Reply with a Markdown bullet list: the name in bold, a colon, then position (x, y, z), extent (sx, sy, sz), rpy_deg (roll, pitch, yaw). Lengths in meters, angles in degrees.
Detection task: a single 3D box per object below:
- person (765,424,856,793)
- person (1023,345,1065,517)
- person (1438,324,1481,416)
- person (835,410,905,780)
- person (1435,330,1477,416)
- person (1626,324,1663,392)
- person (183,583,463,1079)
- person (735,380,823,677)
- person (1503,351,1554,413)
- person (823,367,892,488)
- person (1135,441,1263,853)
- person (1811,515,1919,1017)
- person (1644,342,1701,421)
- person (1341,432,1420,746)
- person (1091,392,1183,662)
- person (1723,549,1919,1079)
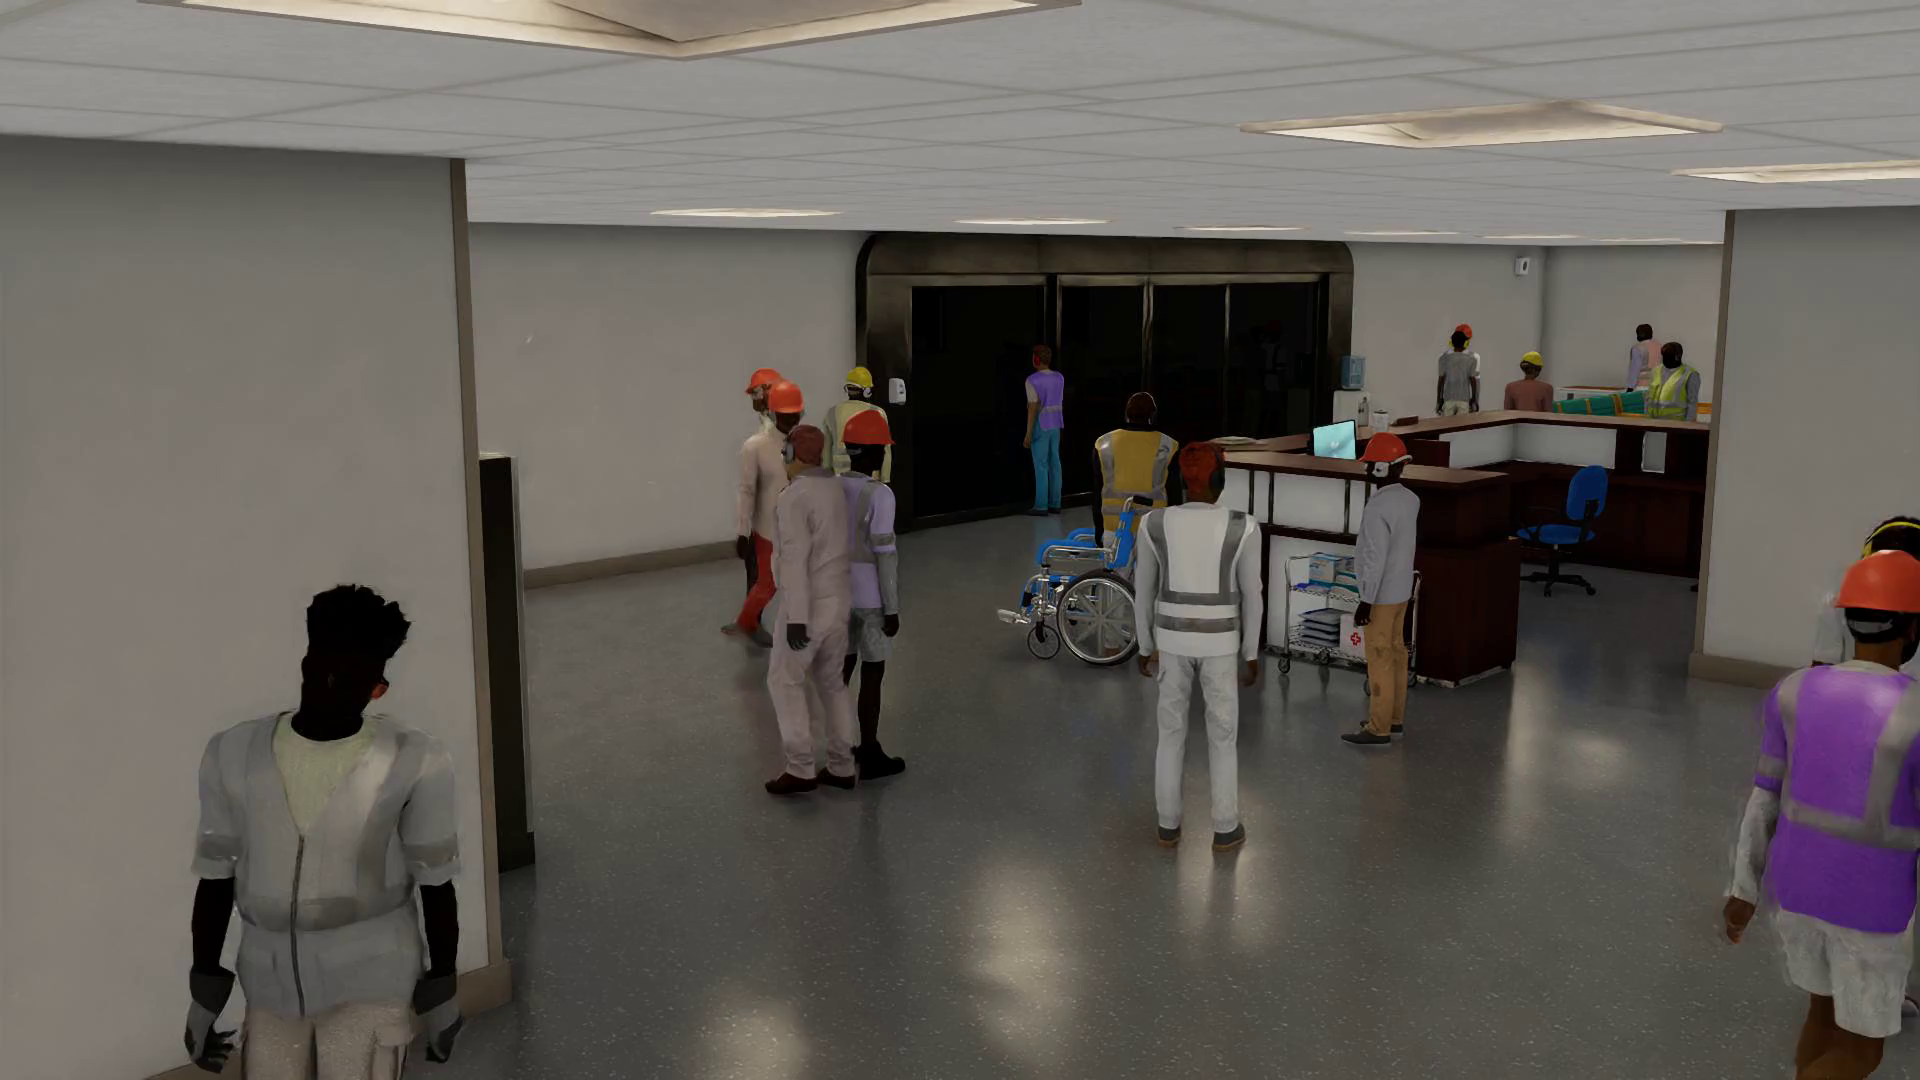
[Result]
- **person**: position (-0.732, 0.348, 8.519), extent (0.500, 1.863, 0.685), rpy_deg (4, 10, 25)
- **person**: position (0.910, -1.169, 17.882), extent (0.396, 1.843, 0.565), rpy_deg (9, 13, 42)
- **person**: position (6.560, -1.863, 21.850), extent (0.551, 1.935, 0.372), rpy_deg (6, 11, 34)
- **person**: position (-0.501, 0.284, 8.722), extent (0.380, 1.931, 0.545), rpy_deg (-8, 12, -42)
- **person**: position (6.443, -1.785, 21.594), extent (0.520, 1.869, 0.333), rpy_deg (4, 10, 24)
- **person**: position (10.259, -2.328, 25.012), extent (0.621, 1.839, 0.429), rpy_deg (-5, 11, -30)
- **person**: position (-1.524, 1.052, 4.013), extent (0.636, 1.927, 0.781), rpy_deg (0, 9, 3)
- **person**: position (-1.227, -0.106, 11.069), extent (0.670, 1.948, 0.918), rpy_deg (-5, 11, -30)
- **person**: position (6.176, -1.165, 18.103), extent (0.527, 1.765, 0.328), rpy_deg (5, 11, 30)
- **person**: position (-0.860, -0.557, 14.160), extent (0.600, 1.830, 0.403), rpy_deg (3, 10, 18)
- **person**: position (1.086, 0.489, 7.595), extent (0.576, 1.881, 0.354), rpy_deg (3, 10, 18)
- **person**: position (3.373, 0.780, 6.082), extent (0.642, 1.806, 0.918), rpy_deg (6, 11, 31)
- **person**: position (8.043, -1.331, 18.906), extent (0.429, 1.838, 0.621), rpy_deg (-6, 11, -34)
- **person**: position (2.353, 0.273, 9.312), extent (0.330, 1.751, 0.564), rpy_deg (6, 11, 33)
- **person**: position (1.198, -0.081, 11.253), extent (0.626, 1.837, 0.429), rpy_deg (2, 10, 14)
- **person**: position (2.347, 0.981, 4.557), extent (0.815, 1.897, 0.556), rpy_deg (-4, 10, -25)
